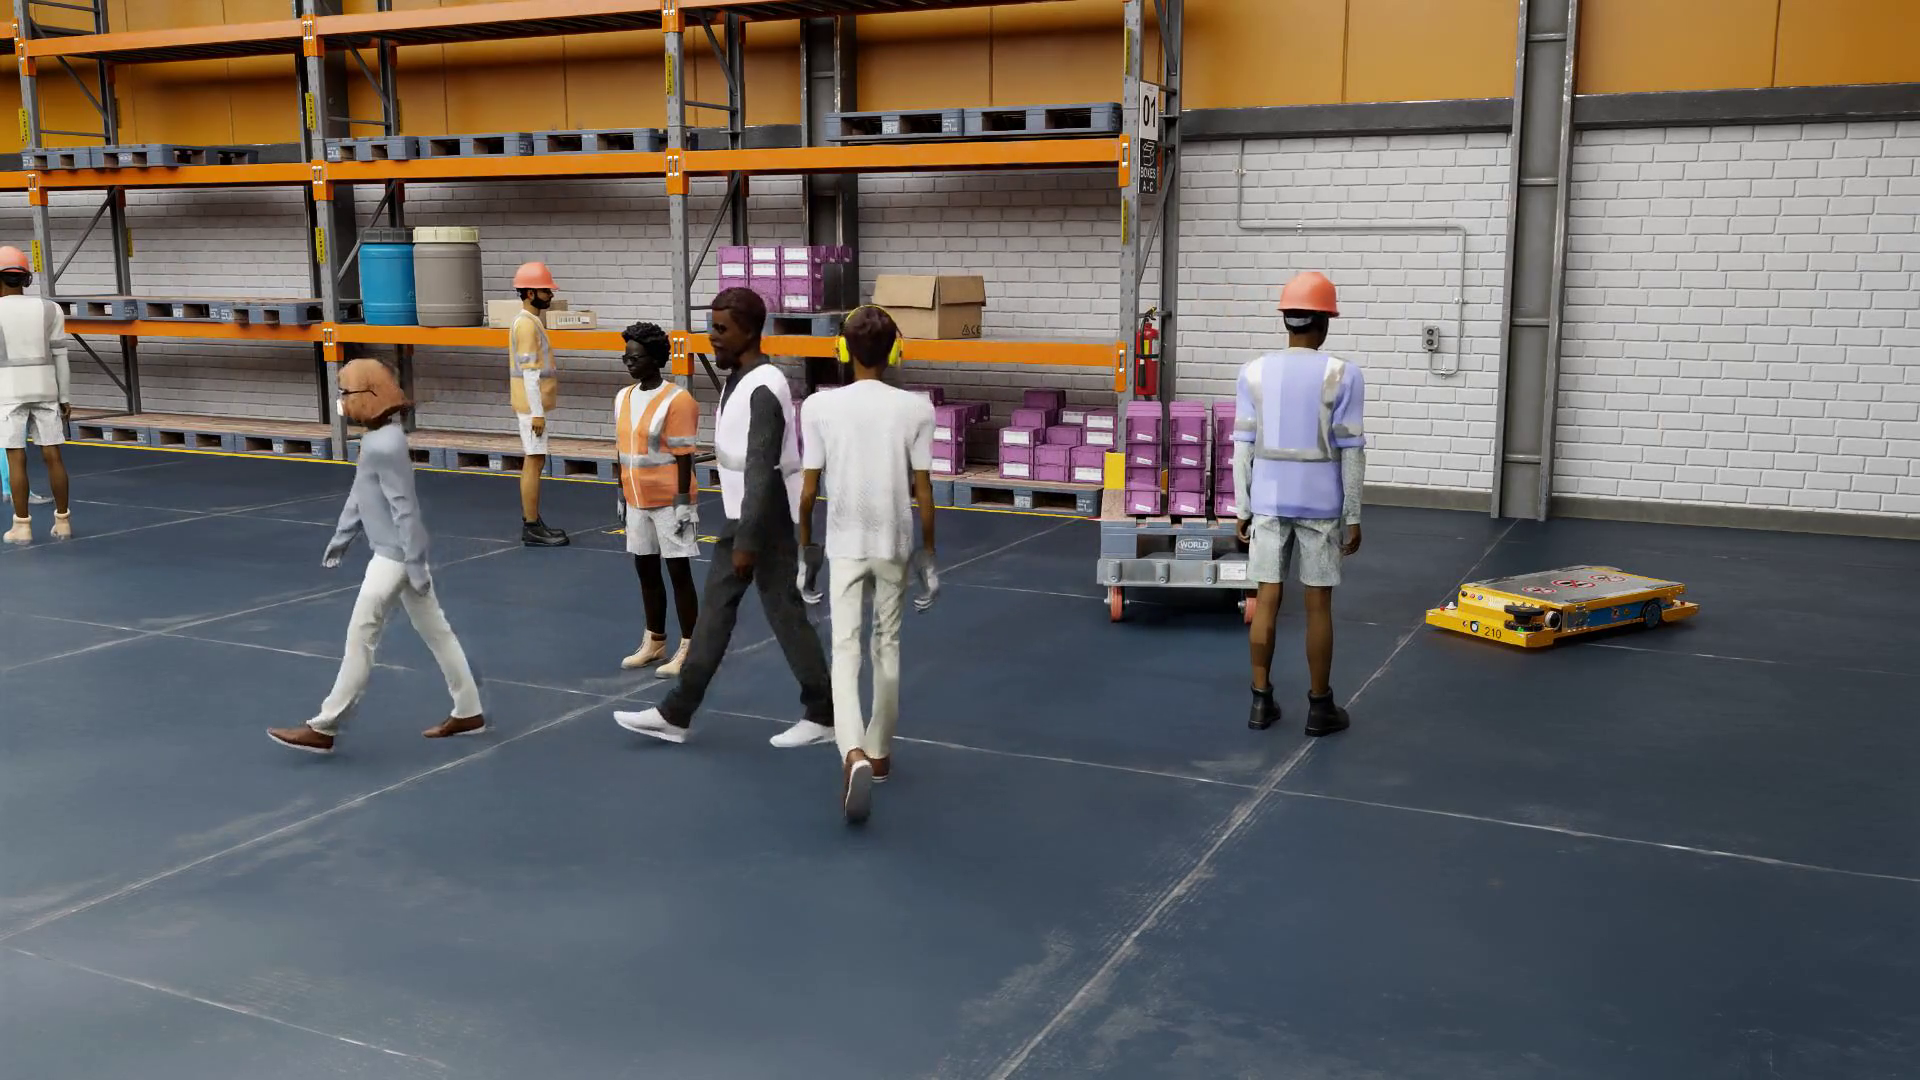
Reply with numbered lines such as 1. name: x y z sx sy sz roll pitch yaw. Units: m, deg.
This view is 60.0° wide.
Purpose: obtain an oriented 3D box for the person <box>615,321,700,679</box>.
1. person: -1.444 -0.190 7.906 0.530 1.689 0.321 7 12 36

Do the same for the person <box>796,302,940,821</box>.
1. person: -0.333 0.064 6.059 0.525 1.838 0.854 -1 10 -7

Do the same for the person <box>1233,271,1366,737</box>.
1. person: 1.424 -0.150 6.972 0.552 1.932 0.377 5 11 27

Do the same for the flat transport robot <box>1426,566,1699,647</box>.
1. flat transport robot: 3.251 0.338 8.940 1.431 0.197 0.652 -6 12 -32

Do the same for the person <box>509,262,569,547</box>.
1. person: -2.888 -0.922 11.386 0.358 1.937 0.549 -3 10 -16

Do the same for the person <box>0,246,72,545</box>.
1. person: -6.461 -0.989 11.465 0.379 2.045 0.605 9 14 43

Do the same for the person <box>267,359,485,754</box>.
1. person: -2.359 0.072 6.696 0.865 1.589 0.511 -3 10 -17

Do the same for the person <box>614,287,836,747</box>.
1. person: -0.918 -0.066 6.676 0.924 1.871 0.615 -3 10 -18

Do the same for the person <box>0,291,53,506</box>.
1. person: -7.524 -1.189 13.182 0.379 1.842 0.570 -8 13 -39
